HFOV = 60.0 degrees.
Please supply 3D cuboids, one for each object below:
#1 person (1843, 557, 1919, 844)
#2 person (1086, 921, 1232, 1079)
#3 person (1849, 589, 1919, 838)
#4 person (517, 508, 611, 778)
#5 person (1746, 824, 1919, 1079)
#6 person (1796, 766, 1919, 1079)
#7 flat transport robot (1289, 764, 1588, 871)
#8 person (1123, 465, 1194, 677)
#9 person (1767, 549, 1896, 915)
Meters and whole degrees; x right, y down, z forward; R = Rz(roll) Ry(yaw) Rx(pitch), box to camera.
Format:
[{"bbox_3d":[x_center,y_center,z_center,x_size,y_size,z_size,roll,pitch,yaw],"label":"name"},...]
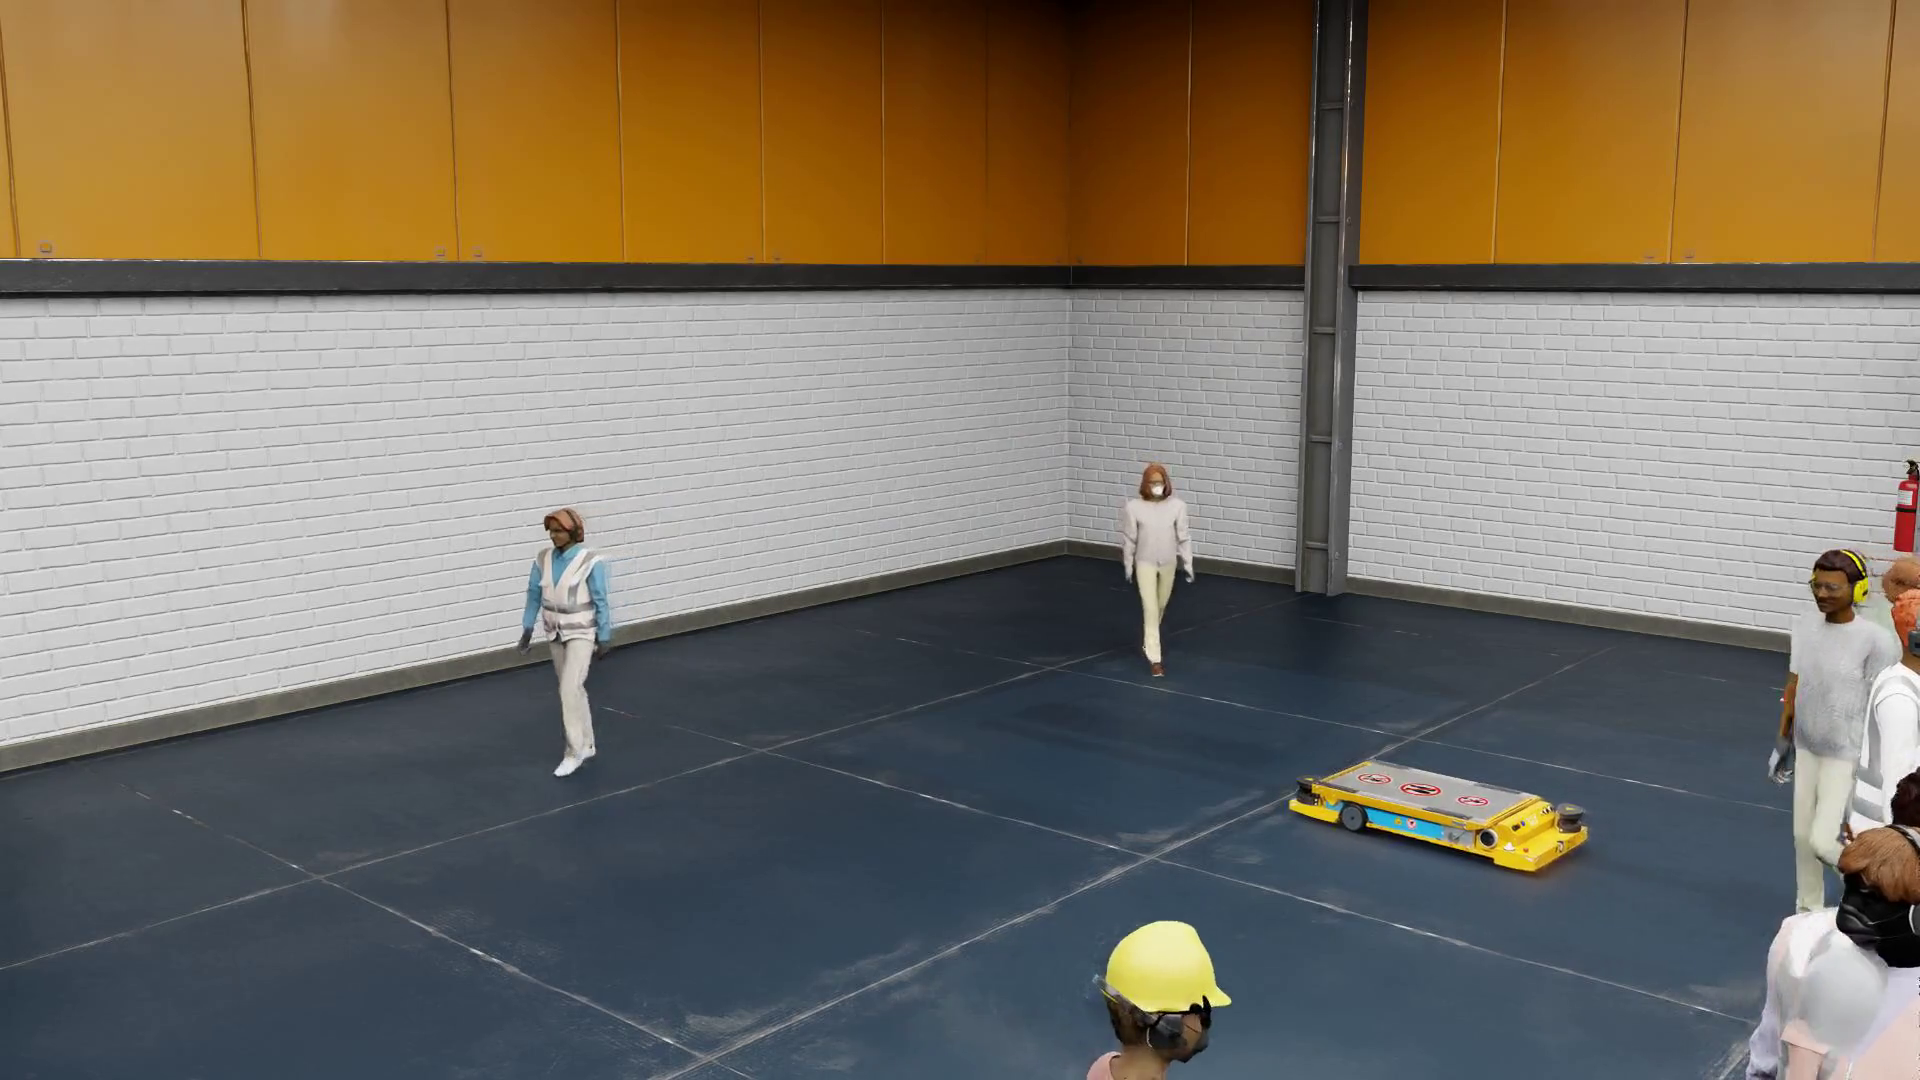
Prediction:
[{"bbox_3d":[4.884,0.857,8.746,0.320,1.600,0.686,2,9,10],"label":"person"},{"bbox_3d":[0.300,1.631,3.433,0.827,1.730,0.524,0,9,-1],"label":"person"},{"bbox_3d":[3.517,1.116,6.203,0.355,1.883,0.573,5,10,30],"label":"person"},{"bbox_3d":[-2.433,0.621,10.136,0.518,1.616,0.626,5,11,30],"label":"person"},{"bbox_3d":[2.063,1.527,3.763,0.430,1.841,0.624,-6,11,-35],"label":"person"},{"bbox_3d":[2.122,1.459,3.881,0.639,1.932,0.440,-7,12,-39],"label":"person"},{"bbox_3d":[2.585,1.465,9.056,1.431,0.197,0.652,8,12,42],"label":"flat transport robot"},{"bbox_3d":[1.512,0.203,12.844,0.513,1.592,0.848,-2,9,-10],"label":"person"},{"bbox_3d":[3.843,0.948,7.369,0.417,1.855,0.510,-3,10,-21],"label":"person"}]
